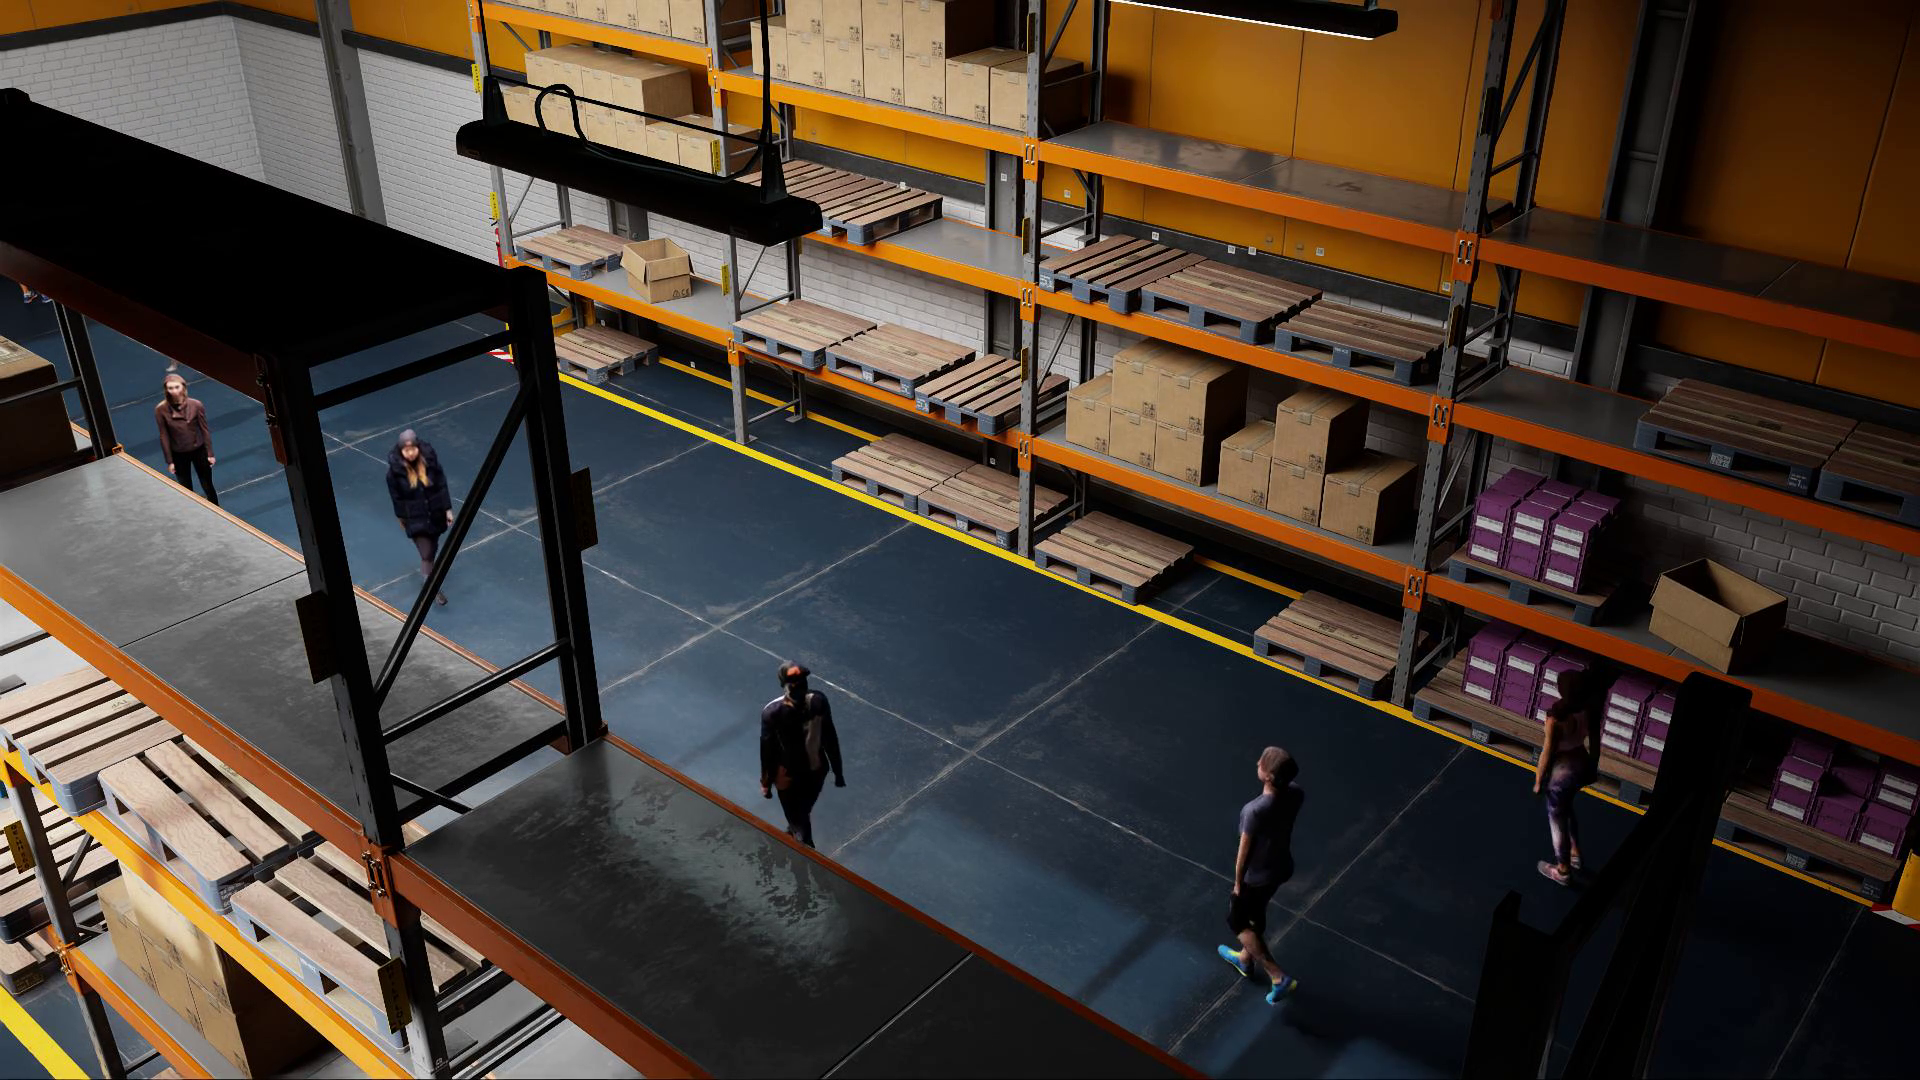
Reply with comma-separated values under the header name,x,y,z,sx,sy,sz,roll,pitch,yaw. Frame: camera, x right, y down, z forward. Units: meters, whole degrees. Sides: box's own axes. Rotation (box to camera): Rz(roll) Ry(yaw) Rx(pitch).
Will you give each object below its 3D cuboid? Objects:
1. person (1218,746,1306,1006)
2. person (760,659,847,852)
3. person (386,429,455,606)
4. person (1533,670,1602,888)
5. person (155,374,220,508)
name,x,y,z,sx,sy,sz,roll,pitch,yaw
person,1.993,2.161,10.626,0.757,1.867,1.015,-22,36,-35
person,-1.159,1.614,11.648,0.924,1.849,1.226,-18,33,-30
person,-4.950,-0.267,15.323,0.856,1.632,1.143,-17,33,-29
person,4.279,1.684,11.624,0.737,1.749,0.724,-9,30,-16
person,-7.545,-0.835,16.291,0.673,1.703,0.652,-12,31,-21
